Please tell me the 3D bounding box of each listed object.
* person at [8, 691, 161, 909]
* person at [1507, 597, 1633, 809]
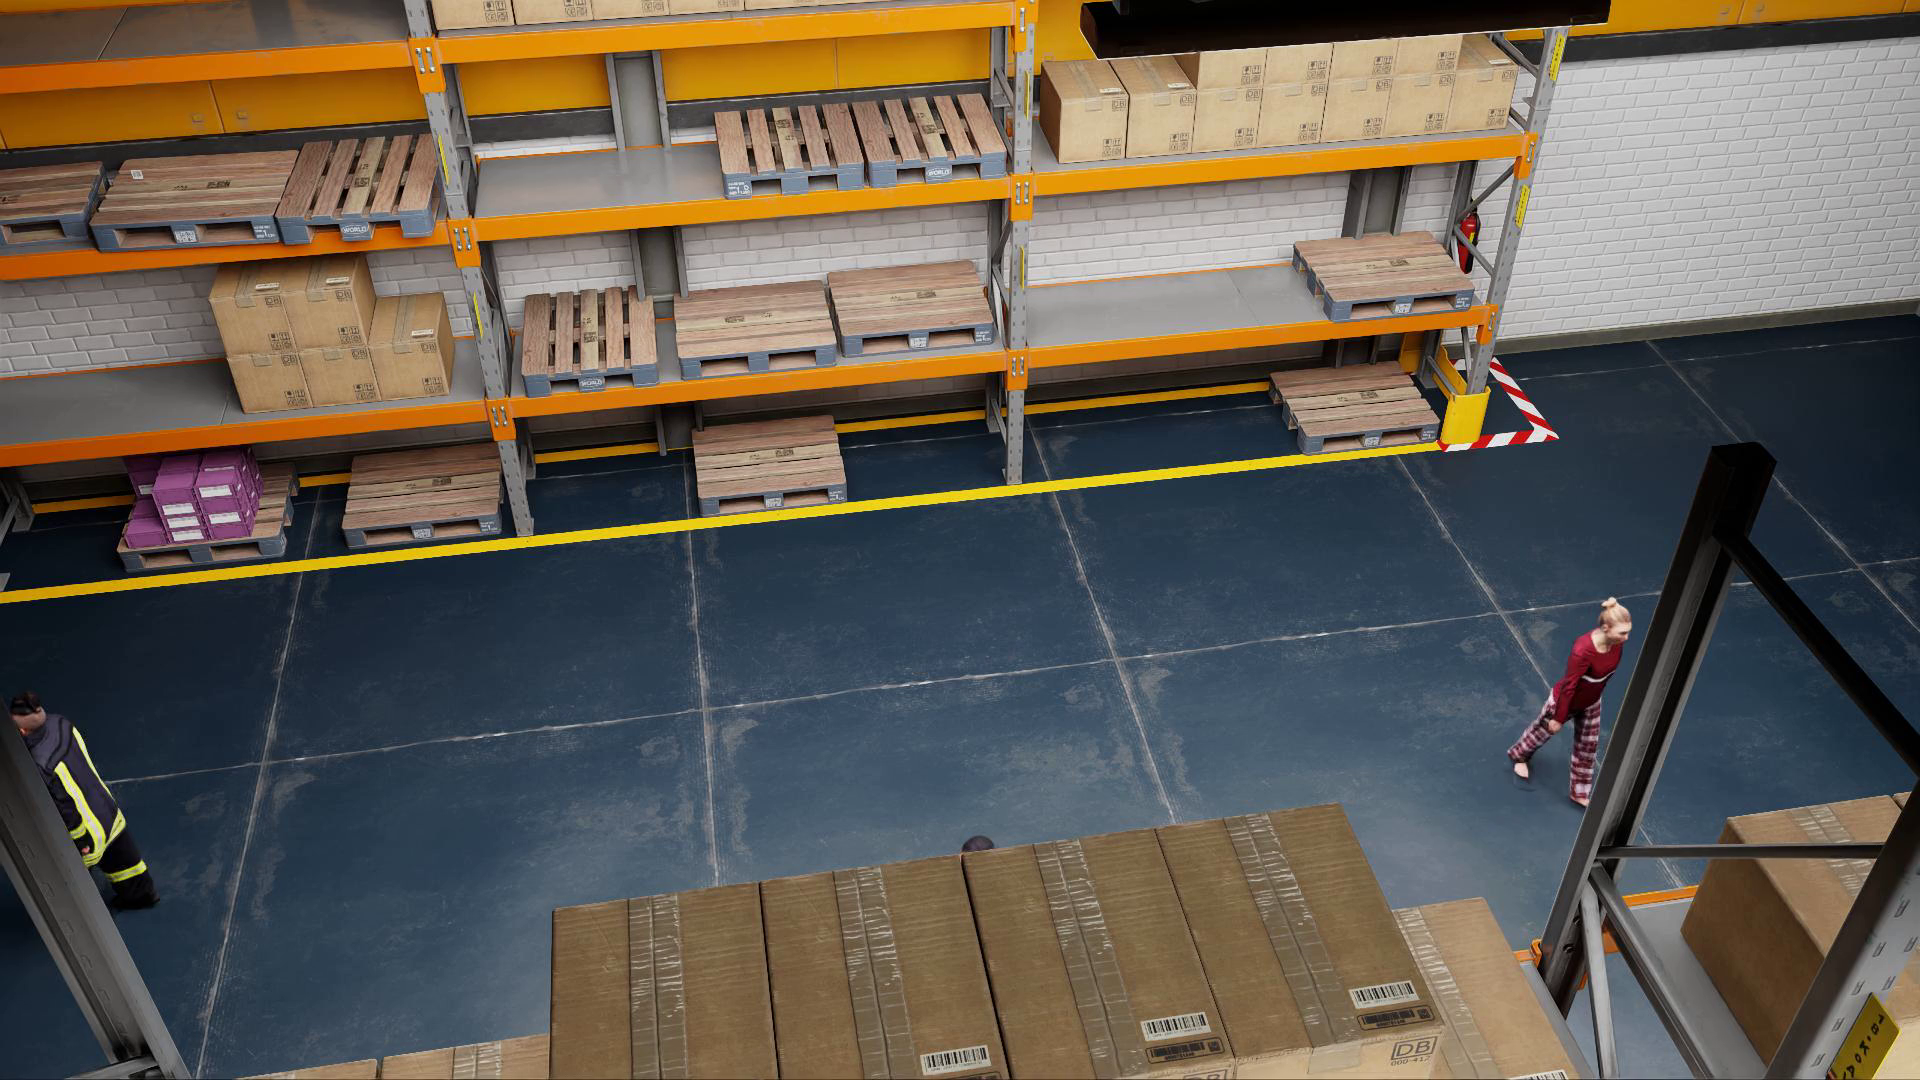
[{"bbox_3d":[-5.153,1.585,9.816,0.850,1.849,0.798,-1,39,-2],"label":"person"},{"bbox_3d":[3.924,0.979,10.720,0.974,1.666,0.896,-17,42,-21],"label":"person"}]
